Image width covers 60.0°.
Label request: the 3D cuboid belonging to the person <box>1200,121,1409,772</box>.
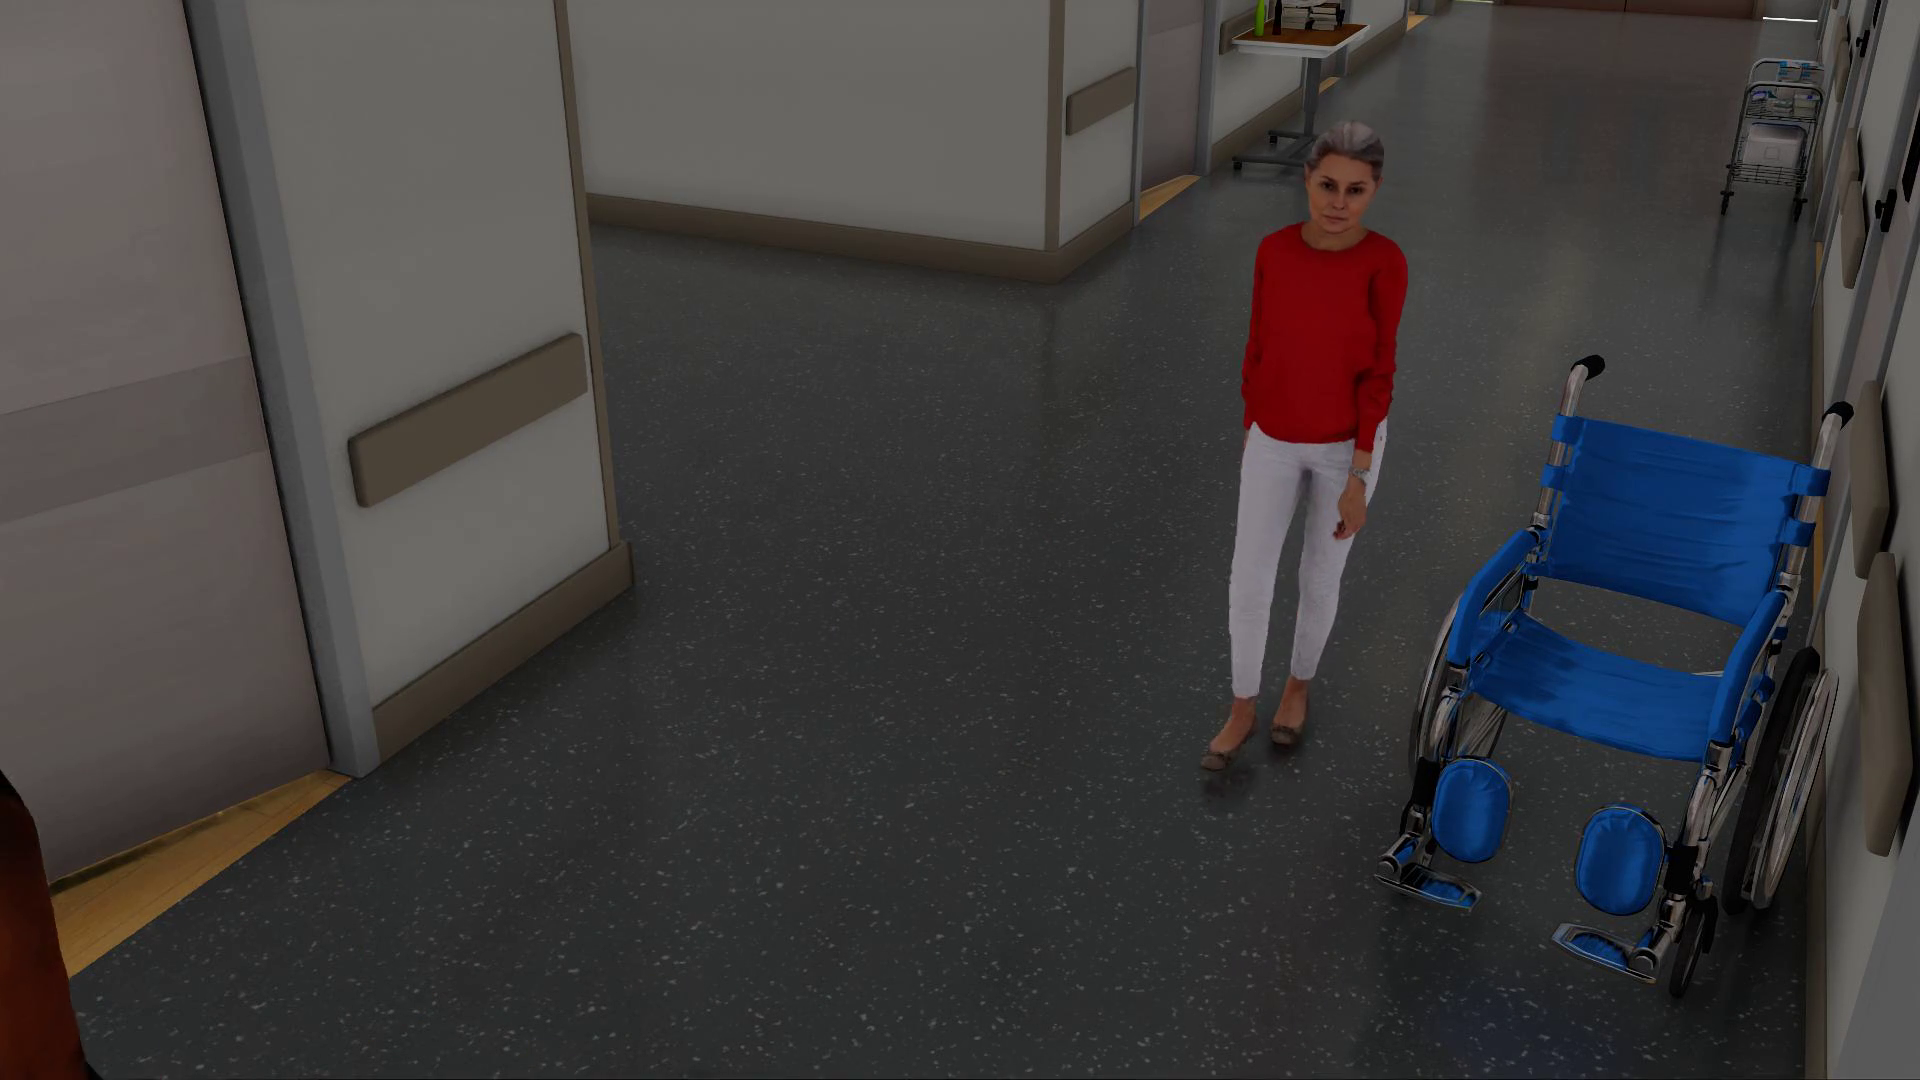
[{"bbox_3d":[0.930,-0.236,4.259,0.547,1.676,0.718,11,28,22],"label":"person"}]
